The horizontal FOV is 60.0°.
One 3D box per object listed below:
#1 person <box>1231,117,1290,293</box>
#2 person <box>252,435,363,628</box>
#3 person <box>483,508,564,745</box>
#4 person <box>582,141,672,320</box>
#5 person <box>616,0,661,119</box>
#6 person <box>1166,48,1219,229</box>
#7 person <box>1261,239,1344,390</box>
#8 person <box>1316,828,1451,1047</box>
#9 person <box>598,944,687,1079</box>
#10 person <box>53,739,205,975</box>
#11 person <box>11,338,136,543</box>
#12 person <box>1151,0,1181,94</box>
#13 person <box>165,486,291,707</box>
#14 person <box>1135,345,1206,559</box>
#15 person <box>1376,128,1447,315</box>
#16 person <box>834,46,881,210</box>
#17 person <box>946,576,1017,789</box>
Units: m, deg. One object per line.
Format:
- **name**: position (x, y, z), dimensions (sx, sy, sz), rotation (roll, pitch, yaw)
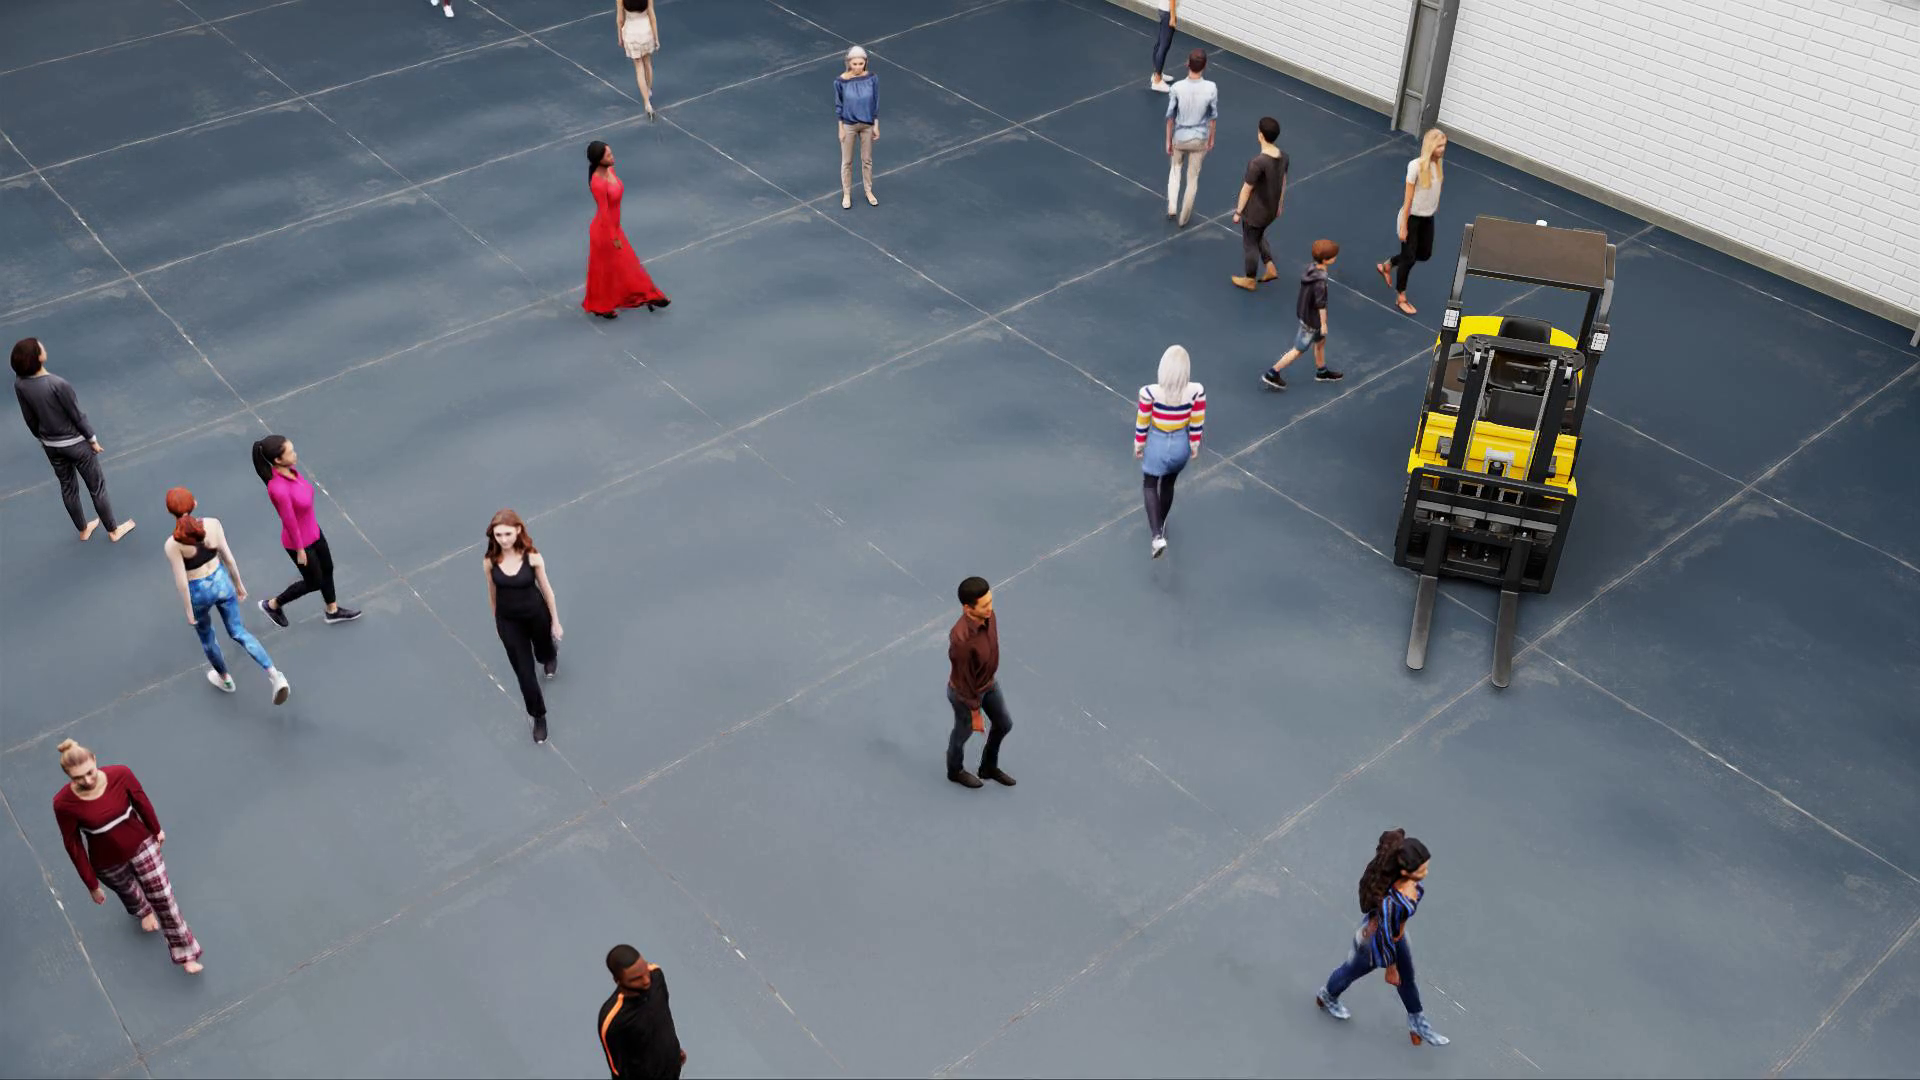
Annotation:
- **person**: position (2.874, -3.087, 15.553), dimensions (0.643, 1.697, 0.651), rotation (-29, 47, -31)
- **person**: position (-4.726, -0.003, 11.712), dimensions (0.894, 1.681, 0.908), rotation (-6, 39, -8)
- **person**: position (-2.884, 0.464, 11.091), dimensions (0.966, 1.717, 1.186), rotation (-6, 39, -8)
- **person**: position (-3.286, -2.789, 15.140), dimensions (1.109, 1.757, 1.031), rotation (4, 39, 5)
- **person**: position (-3.603, -5.569, 18.654), dimensions (0.822, 1.705, 0.982), rotation (-9, 39, -11)
- **person**: position (2.279, -3.942, 16.513), dimensions (0.782, 1.835, 0.856), rotation (8, 39, 10)
- **person**: position (2.963, -1.915, 14.311), dimensions (0.969, 1.415, 0.975), rotation (-2, 39, -2)
- **person**: position (2.219, 2.154, 9.081), dimensions (1.074, 1.584, 0.839), rotation (21, 43, 24)
- **person**: position (-1.572, 2.629, 8.307), dimensions (0.676, 1.807, 0.699), rotation (18, 42, 21)
- **person**: position (-4.837, 1.740, 9.538), dimensions (0.625, 1.660, 1.019), rotation (-28, 46, -31)
- **person**: position (-6.759, -0.748, 12.567), dimensions (0.676, 1.768, 0.736), rotation (3, 39, 4)
- **person**: position (2.396, -6.138, 19.281), dimensions (0.740, 1.812, 0.653), rotation (-1, 39, -1)
- **person**: position (-4.932, 0.424, 11.112), dimensions (1.120, 1.763, 0.745), rotation (23, 44, 26)
- **person**: position (1.551, -0.637, 12.410), dimensions (0.984, 1.792, 1.081), rotation (0, 39, 0)
- **person**: position (4.111, -2.970, 15.315), dimensions (0.663, 1.810, 0.793), rotation (-27, 46, -29)
- **person**: position (-1.049, -4.229, 16.985), dimensions (0.699, 1.704, 0.706), rotation (-9, 39, -11)
- **person**: position (0.001, 0.918, 10.484), dimensions (0.794, 1.763, 0.762), rotation (21, 43, 24)
